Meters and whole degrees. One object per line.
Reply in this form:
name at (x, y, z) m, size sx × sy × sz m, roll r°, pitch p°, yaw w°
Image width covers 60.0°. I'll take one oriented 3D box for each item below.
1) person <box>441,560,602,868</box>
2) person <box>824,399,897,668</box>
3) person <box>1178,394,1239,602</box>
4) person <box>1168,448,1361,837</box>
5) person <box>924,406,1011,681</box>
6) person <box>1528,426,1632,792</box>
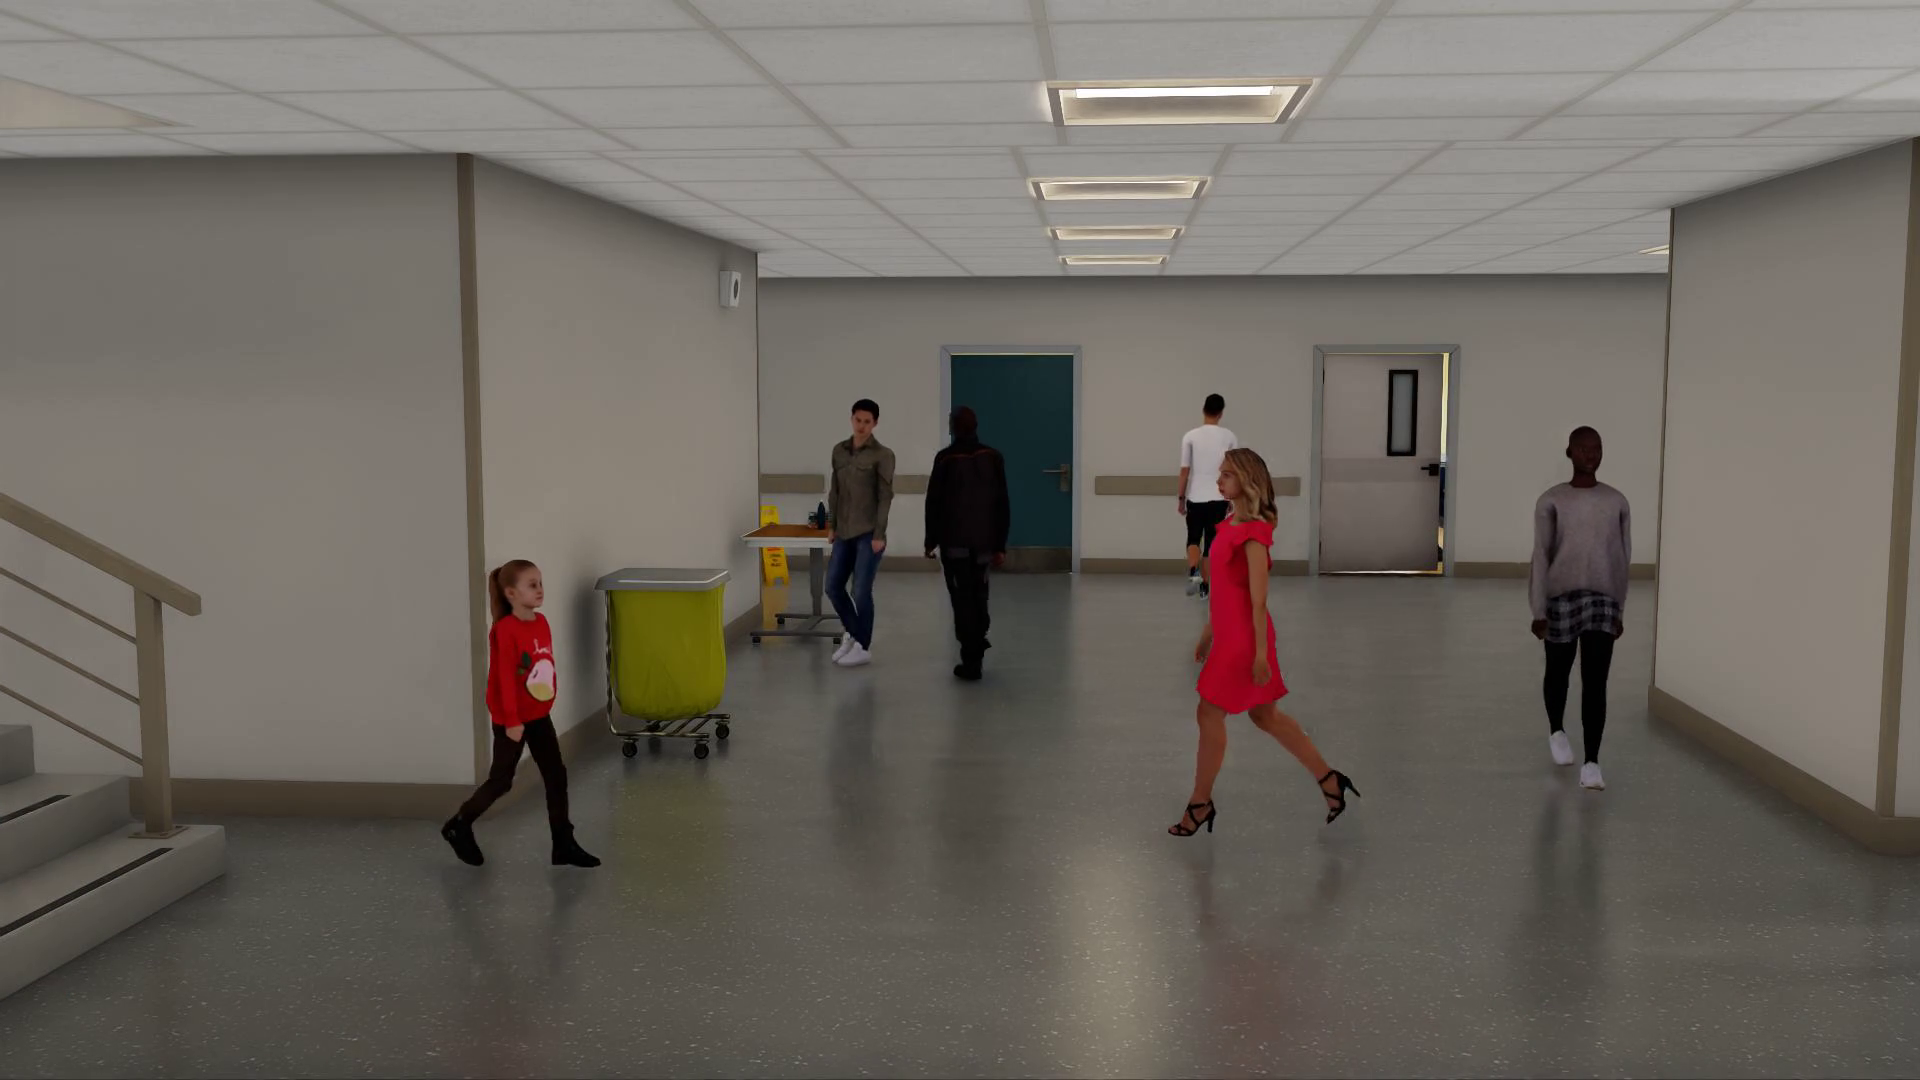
person at (-1.835, 0.723, 6.764) m, size 0.950 × 1.262 × 0.649 m, roll 2°, pitch 6°, yaw 20°
person at (-0.627, -0.042, 11.468) m, size 0.783 × 1.844 × 0.908 m, roll 5°, pitch 8°, yaw 40°
person at (2.204, -0.356, 14.648) m, size 0.620 × 1.832 × 0.718 m, roll 0°, pitch 6°, yaw 2°
person at (1.321, 0.470, 7.167) m, size 1.044 × 1.685 × 0.598 m, roll 0°, pitch 6°, yaw 4°
person at (0.073, 0.032, 10.972) m, size 0.992 × 1.795 × 0.969 m, roll -2°, pitch 6°, yaw -18°
person at (3.042, 0.339, 8.250) m, size 1.137 × 1.728 × 0.778 m, roll 1°, pitch 6°, yaw 10°
